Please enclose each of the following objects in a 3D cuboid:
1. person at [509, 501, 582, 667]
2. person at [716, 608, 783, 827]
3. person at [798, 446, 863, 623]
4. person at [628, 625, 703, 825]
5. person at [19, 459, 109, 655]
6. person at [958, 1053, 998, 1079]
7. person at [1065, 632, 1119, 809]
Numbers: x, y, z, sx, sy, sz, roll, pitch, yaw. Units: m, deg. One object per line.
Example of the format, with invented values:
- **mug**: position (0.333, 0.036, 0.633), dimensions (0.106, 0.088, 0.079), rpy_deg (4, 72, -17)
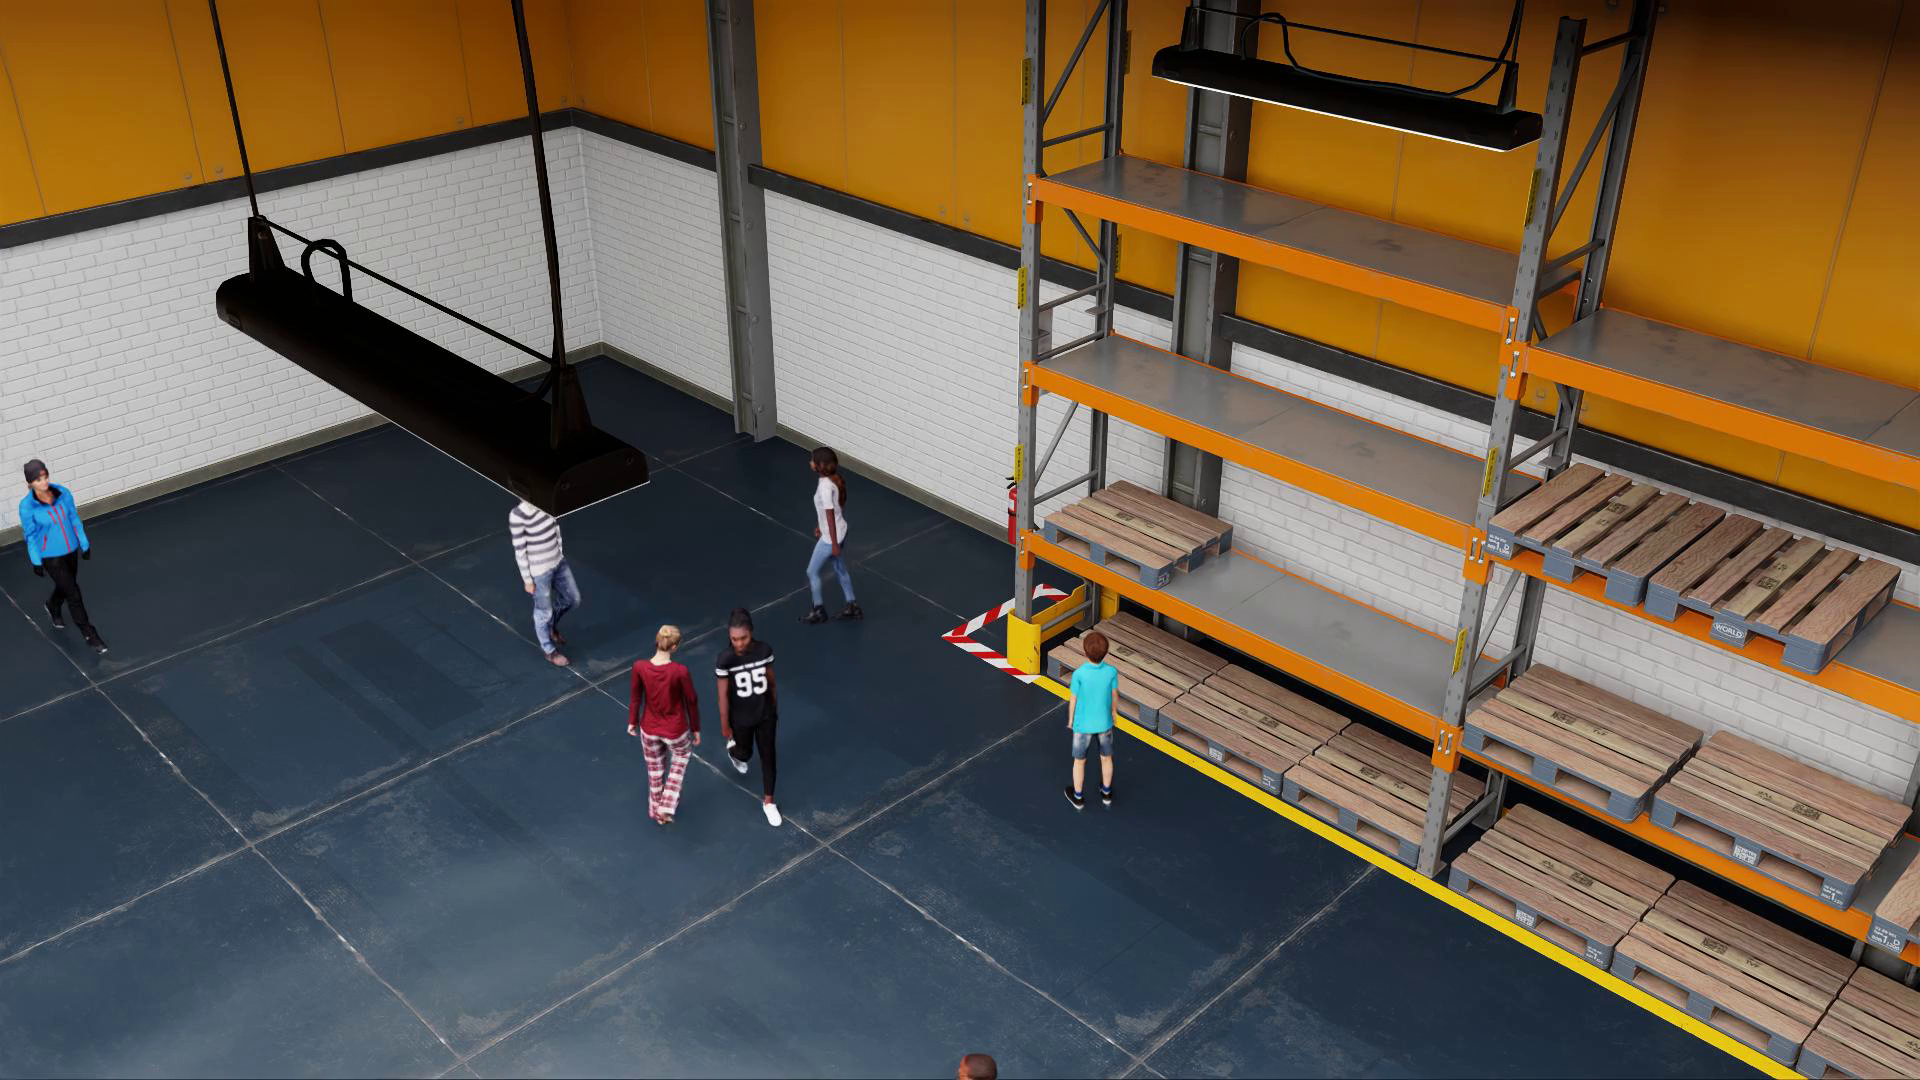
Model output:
- **person**: position (-3.601, 0.199, 14.107), dimensions (0.771, 1.841, 0.757), rpy_deg (16, 33, 27)
- **person**: position (-1.583, 1.254, 12.306), dimensions (0.816, 1.715, 1.093), rpy_deg (-16, 32, -27)
- **person**: position (-1.053, -0.020, 14.658), dimensions (0.936, 1.700, 0.871), rpy_deg (1, 29, 2)
- **person**: position (-2.143, 1.388, 12.076), dimensions (0.855, 1.699, 0.919), rpy_deg (-1, 29, -2)
- **person**: position (-7.821, 0.106, 14.365), dimensions (1.232, 1.758, 0.766), rpy_deg (18, 33, 30)
- **person**: position (0.115, 3.283, 9.009), dimensions (0.561, 1.309, 0.544), rpy_deg (11, 31, 20)
- **person**: position (0.999, 1.341, 12.429), dimensions (0.603, 1.444, 0.628), rpy_deg (-7, 29, -12)
